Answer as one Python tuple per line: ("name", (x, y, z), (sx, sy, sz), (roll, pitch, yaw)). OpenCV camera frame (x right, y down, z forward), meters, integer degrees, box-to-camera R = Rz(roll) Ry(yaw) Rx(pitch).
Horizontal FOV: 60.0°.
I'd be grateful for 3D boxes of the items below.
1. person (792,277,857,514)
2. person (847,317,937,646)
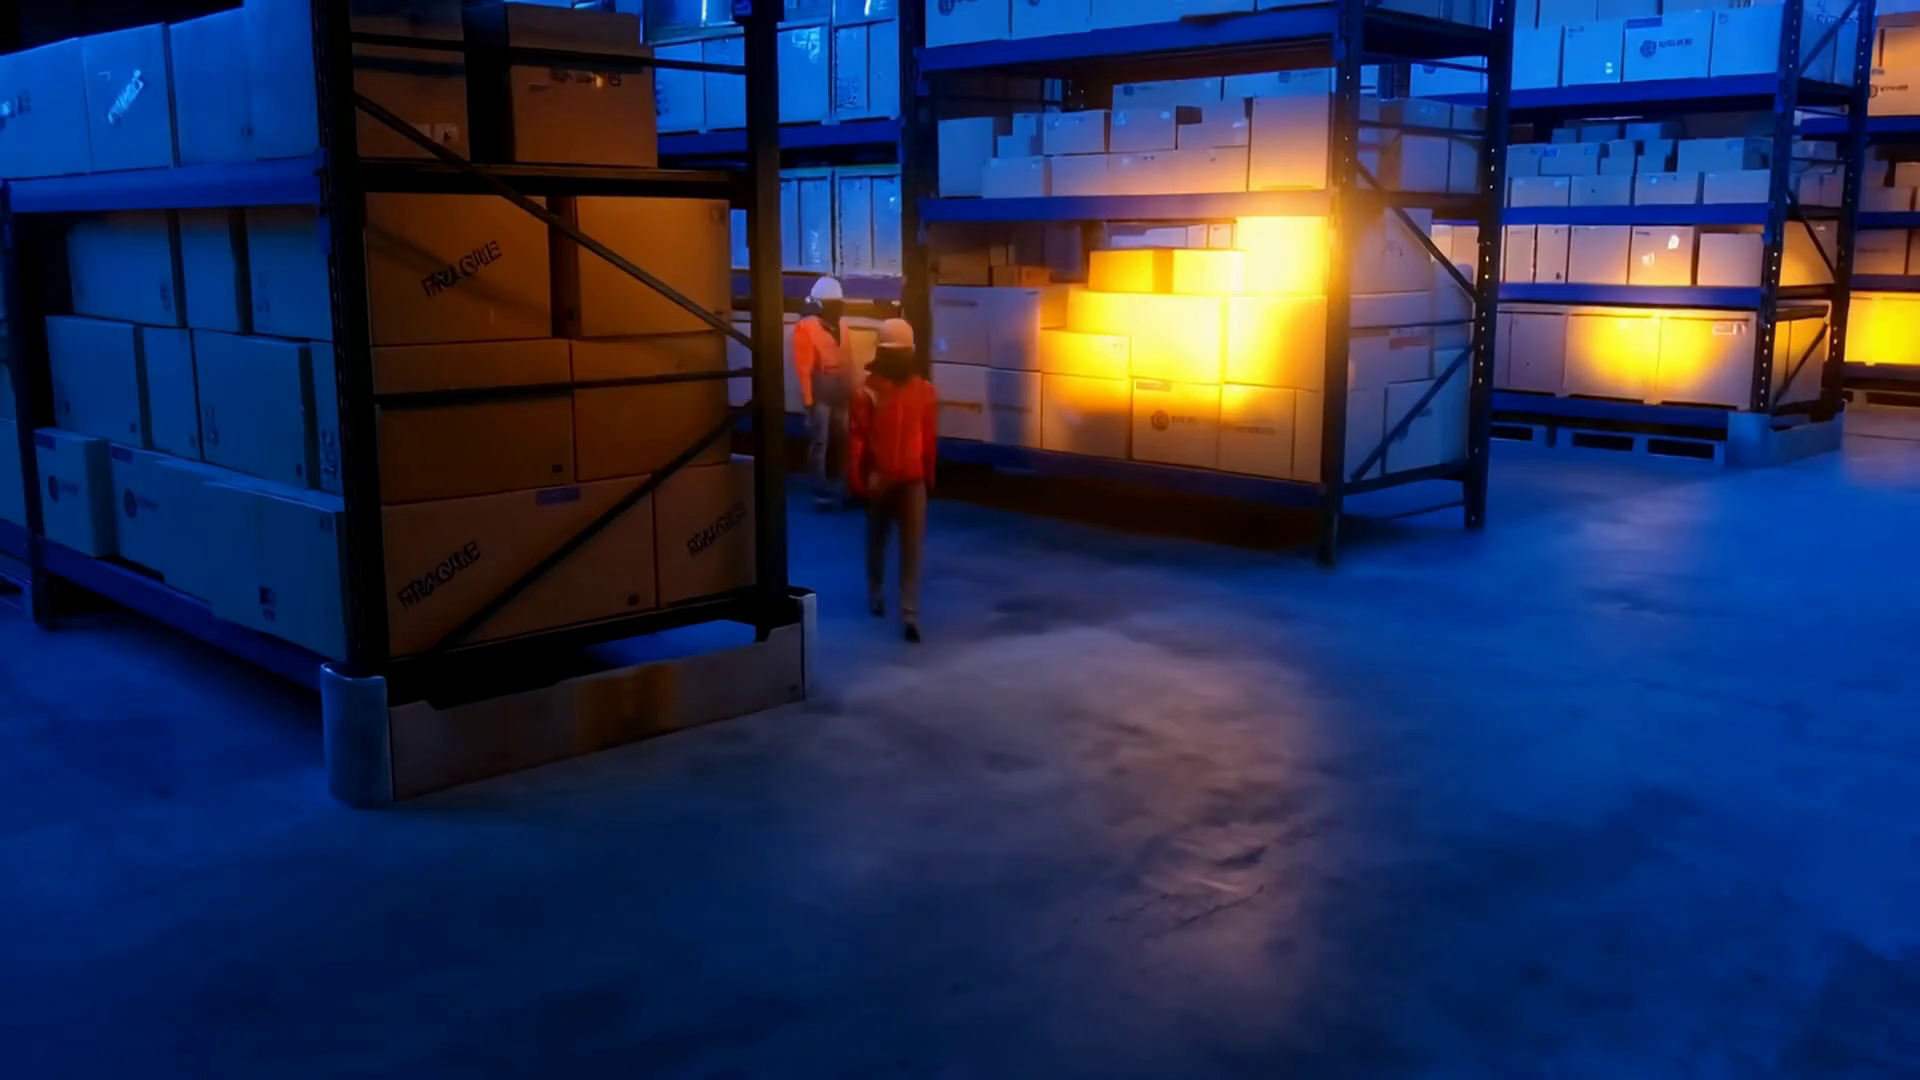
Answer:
("person", (-0.997, -1.091, 12.713), (0.478, 1.815, 0.597), (10, 14, 43))
("person", (-0.366, -0.351, 8.958), (0.492, 1.703, 0.857), (-2, 11, -10))
